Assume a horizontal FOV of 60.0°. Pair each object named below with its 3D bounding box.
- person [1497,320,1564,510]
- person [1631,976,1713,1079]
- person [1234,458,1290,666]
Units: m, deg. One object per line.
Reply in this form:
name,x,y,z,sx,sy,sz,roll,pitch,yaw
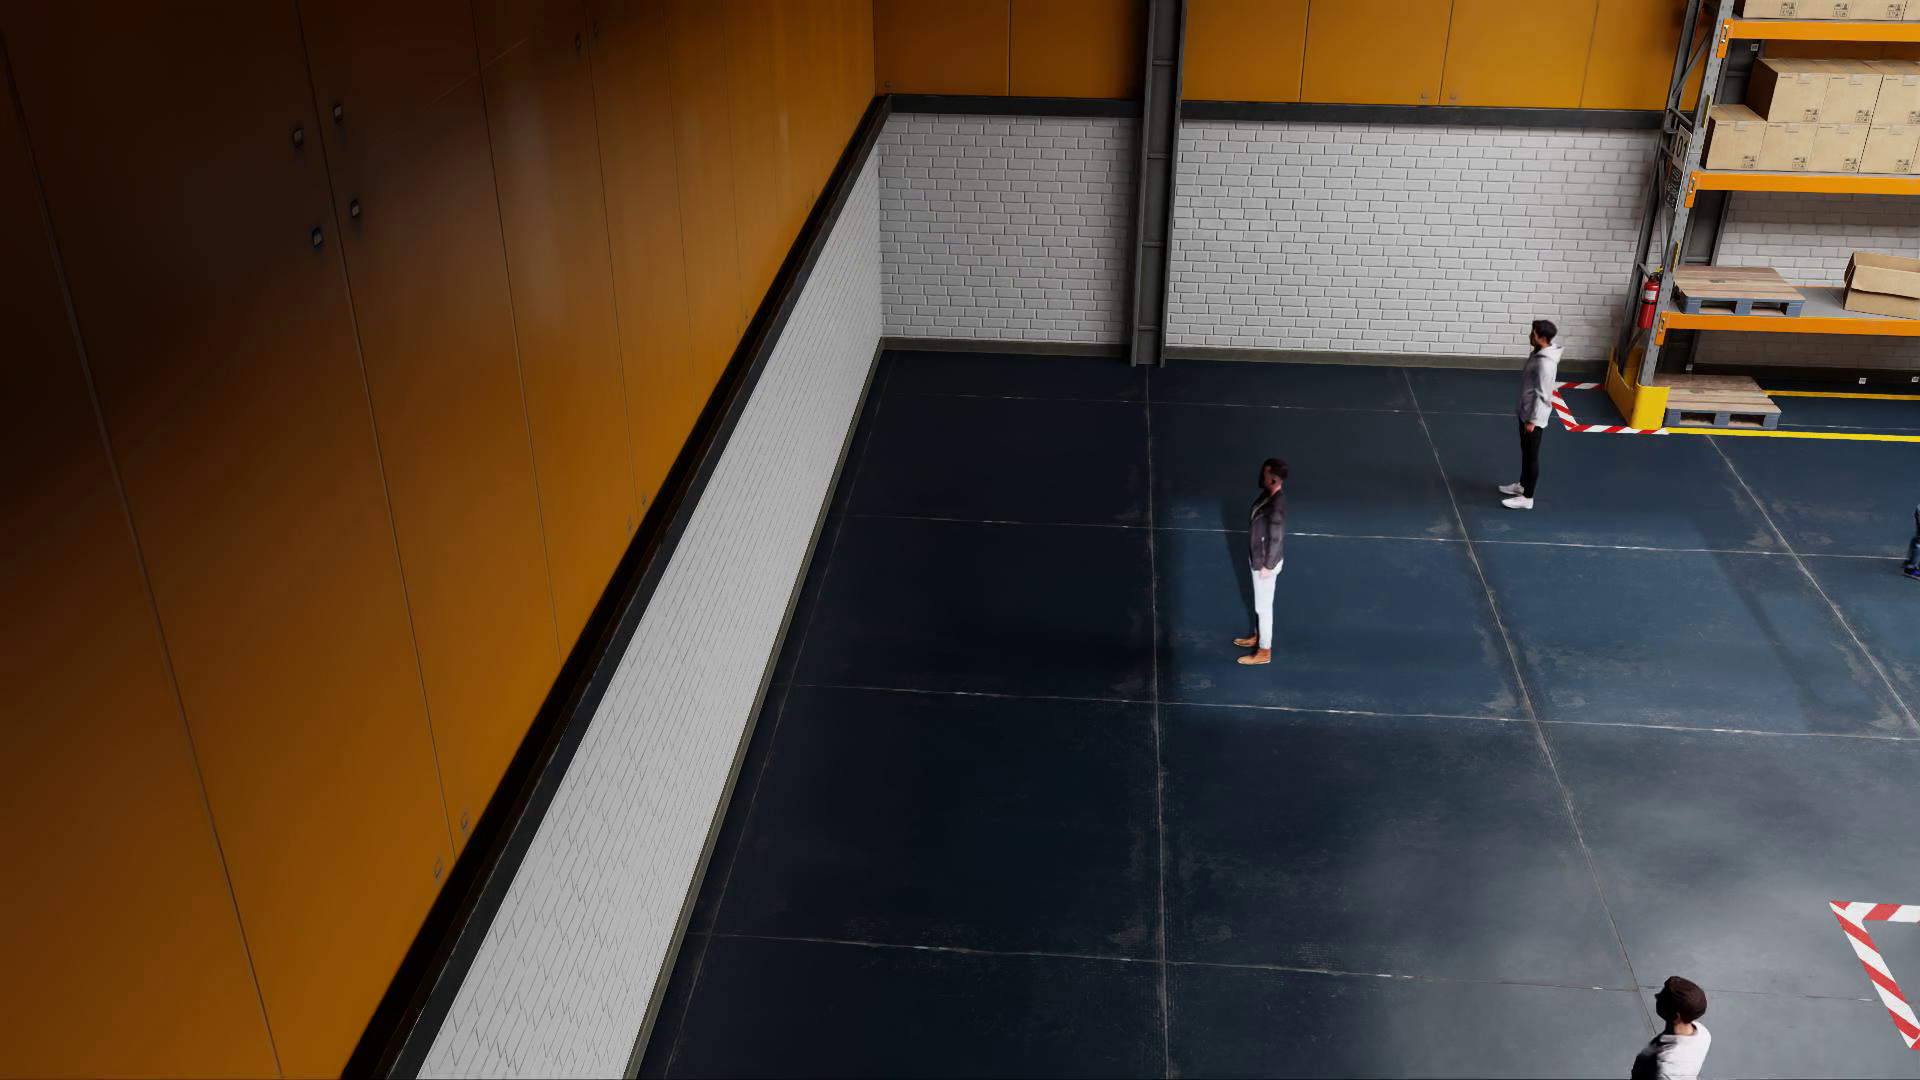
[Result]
person,5.556,-1.229,16.082,0.579,1.927,0.693,5,29,8
person,3.589,3.040,8.383,1.325,1.805,1.094,20,34,32
person,2.517,0.162,13.627,0.550,1.836,0.654,3,29,6
